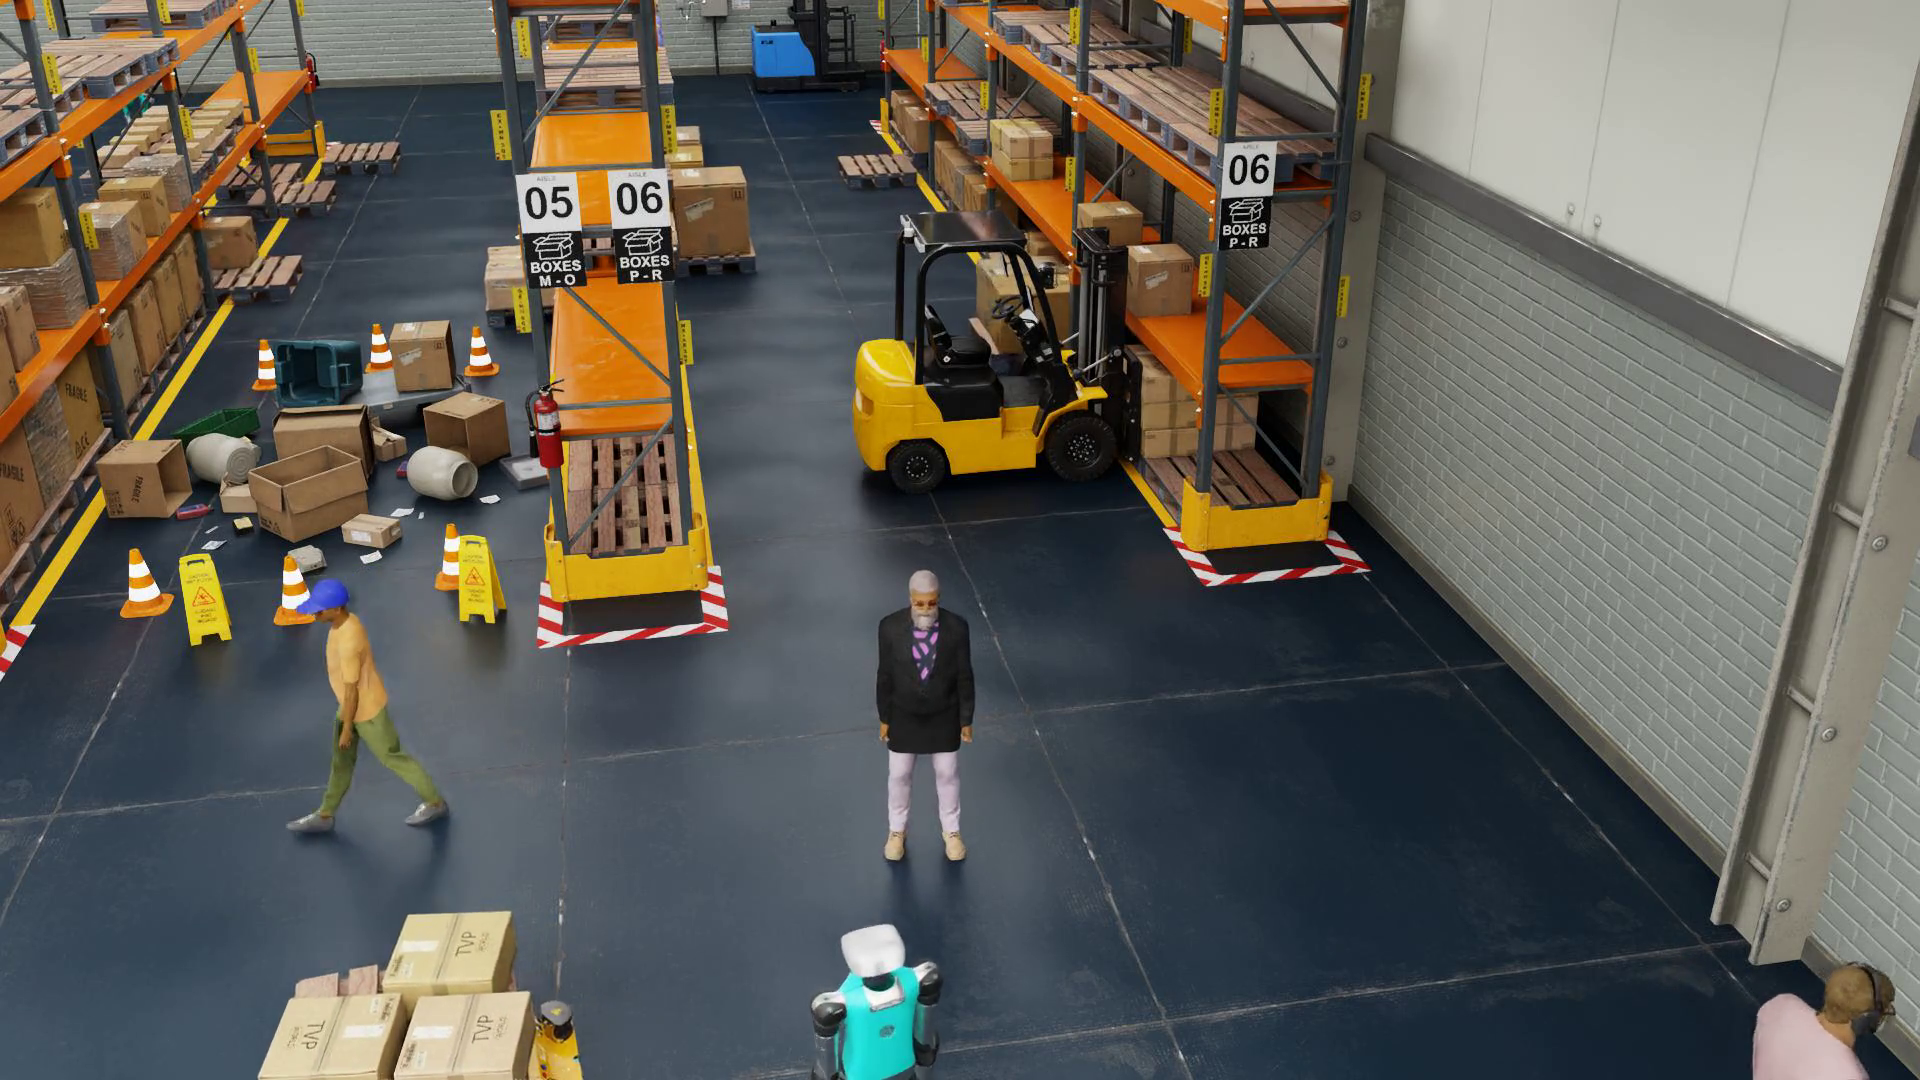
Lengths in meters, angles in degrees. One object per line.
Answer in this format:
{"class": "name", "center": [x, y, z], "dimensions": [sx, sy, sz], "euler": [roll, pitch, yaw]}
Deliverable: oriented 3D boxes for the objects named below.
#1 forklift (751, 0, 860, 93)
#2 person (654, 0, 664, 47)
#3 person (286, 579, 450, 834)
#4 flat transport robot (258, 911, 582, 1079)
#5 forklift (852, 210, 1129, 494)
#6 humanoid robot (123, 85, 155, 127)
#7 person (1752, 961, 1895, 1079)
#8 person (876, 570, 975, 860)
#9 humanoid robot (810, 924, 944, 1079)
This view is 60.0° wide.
{"class": "forklift", "center": [-2.872, -9.679, 30.288], "dimensions": [1.873, 2.768, 1.129], "euler": [-5, 26, -10]}
{"class": "person", "center": [-5.459, -8.703, 29.541], "dimensions": [0.503, 1.767, 0.735], "euler": [-20, 32, -35]}
{"class": "person", "center": [-3.456, 0.962, 9.509], "dimensions": [0.906, 1.658, 0.461], "euler": [-11, 28, -21]}
{"class": "flat transport robot", "center": [-2.508, 2.571, 7.774], "dimensions": [1.431, 0.231, 0.659], "euler": [-8, 27, -16]}
{"class": "forklift", "center": [0.216, -1.659, 14.366], "dimensions": [2.313, 2.155, 1.214], "euler": [-5, 26, -10]}
{"class": "humanoid robot", "center": [-12.865, -6.904, 25.921], "dimensions": [0.555, 1.883, 0.733], "euler": [-22, 33, -38]}
{"class": "person", "center": [3.136, 2.373, 6.284], "dimensions": [0.410, 1.918, 0.652], "euler": [-3, 26, -6]}
{"class": "person", "center": [-0.191, 0.976, 9.289], "dimensions": [0.548, 1.845, 0.410], "euler": [0, 26, 0]}
{"class": "humanoid robot", "center": [-0.412, 2.240, 6.825], "dimensions": [0.534, 1.827, 0.713], "euler": [-11, 28, -22]}
